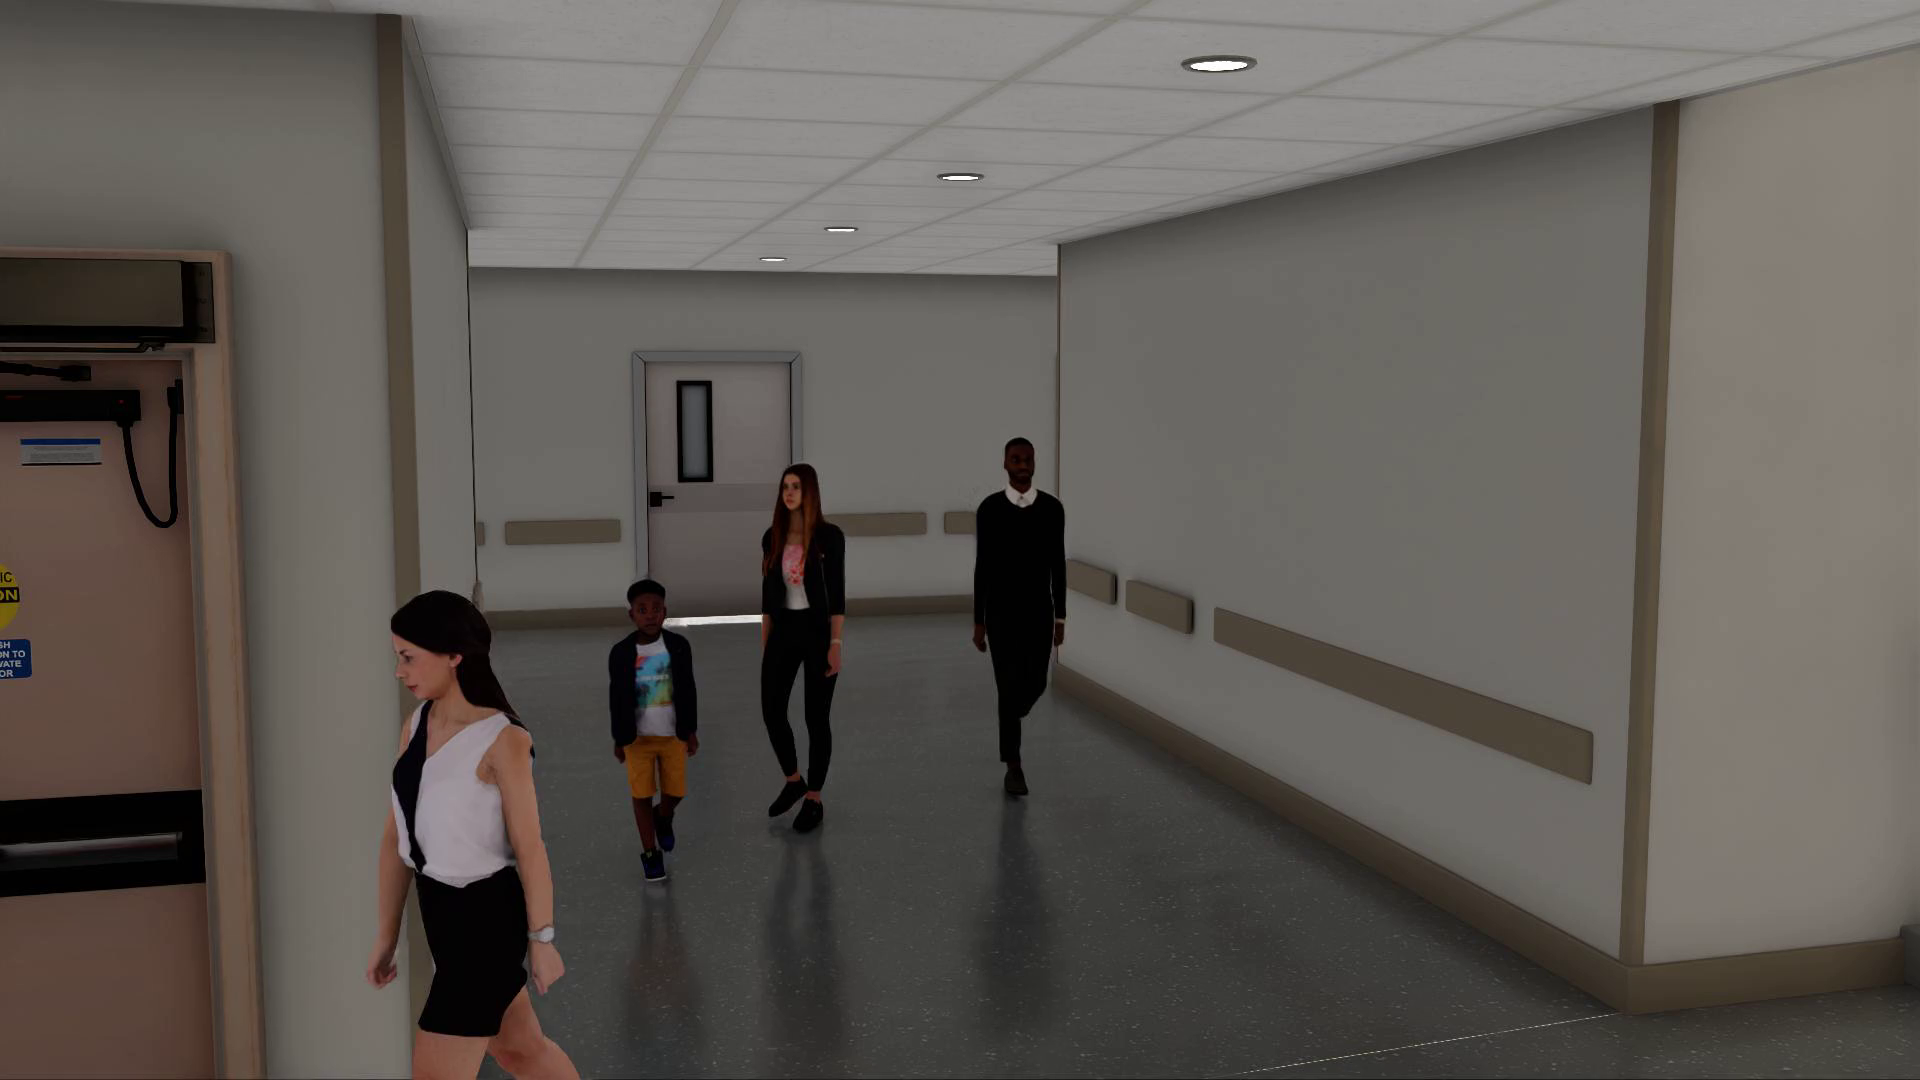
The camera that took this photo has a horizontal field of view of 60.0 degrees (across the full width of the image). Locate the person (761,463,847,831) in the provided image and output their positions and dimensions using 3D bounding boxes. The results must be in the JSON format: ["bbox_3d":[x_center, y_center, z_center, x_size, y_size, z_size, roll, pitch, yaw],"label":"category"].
[{"bbox_3d":[-0.701,0.486,7.917,0.720,1.704,0.805,2,6,18],"label":"person"}]

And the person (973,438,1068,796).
[{"bbox_3d":[0.284,0.374,8.605,0.981,1.790,0.770,-1,6,-8],"label":"person"}]

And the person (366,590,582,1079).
[{"bbox_3d":[-1.083,0.940,3.909,0.983,1.602,1.111,3,7,31],"label":"person"}]

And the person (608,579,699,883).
[{"bbox_3d":[-1.308,0.789,7.102,0.649,1.264,0.591,-2,6,-18],"label":"person"}]
